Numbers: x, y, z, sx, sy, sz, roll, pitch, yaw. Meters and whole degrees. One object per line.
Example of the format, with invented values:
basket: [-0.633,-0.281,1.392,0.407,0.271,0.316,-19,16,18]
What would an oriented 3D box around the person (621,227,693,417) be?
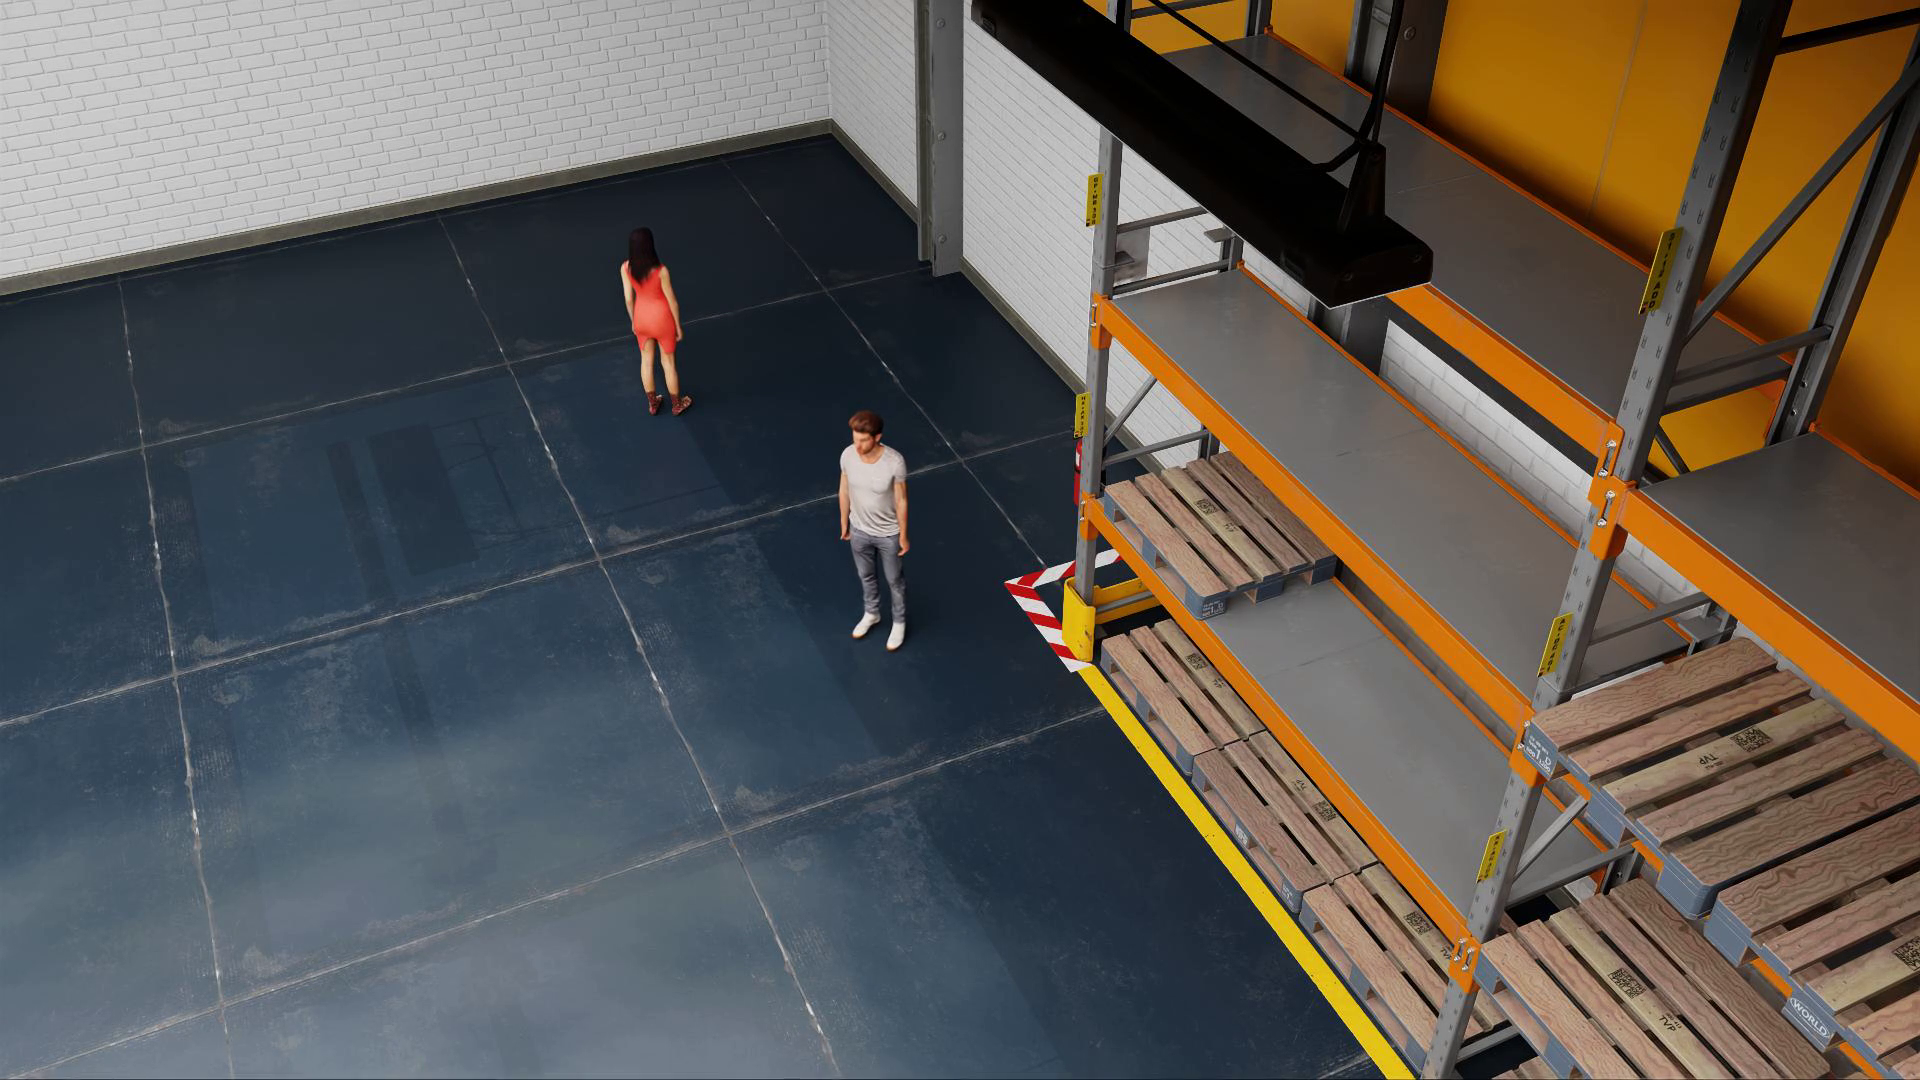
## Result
person: [-2.482,-1.761,13.492,0.671,1.719,0.701,6,39,8]

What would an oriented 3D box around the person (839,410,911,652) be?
person: [-0.559,-0.099,11.277,0.748,1.887,0.807,13,40,15]
